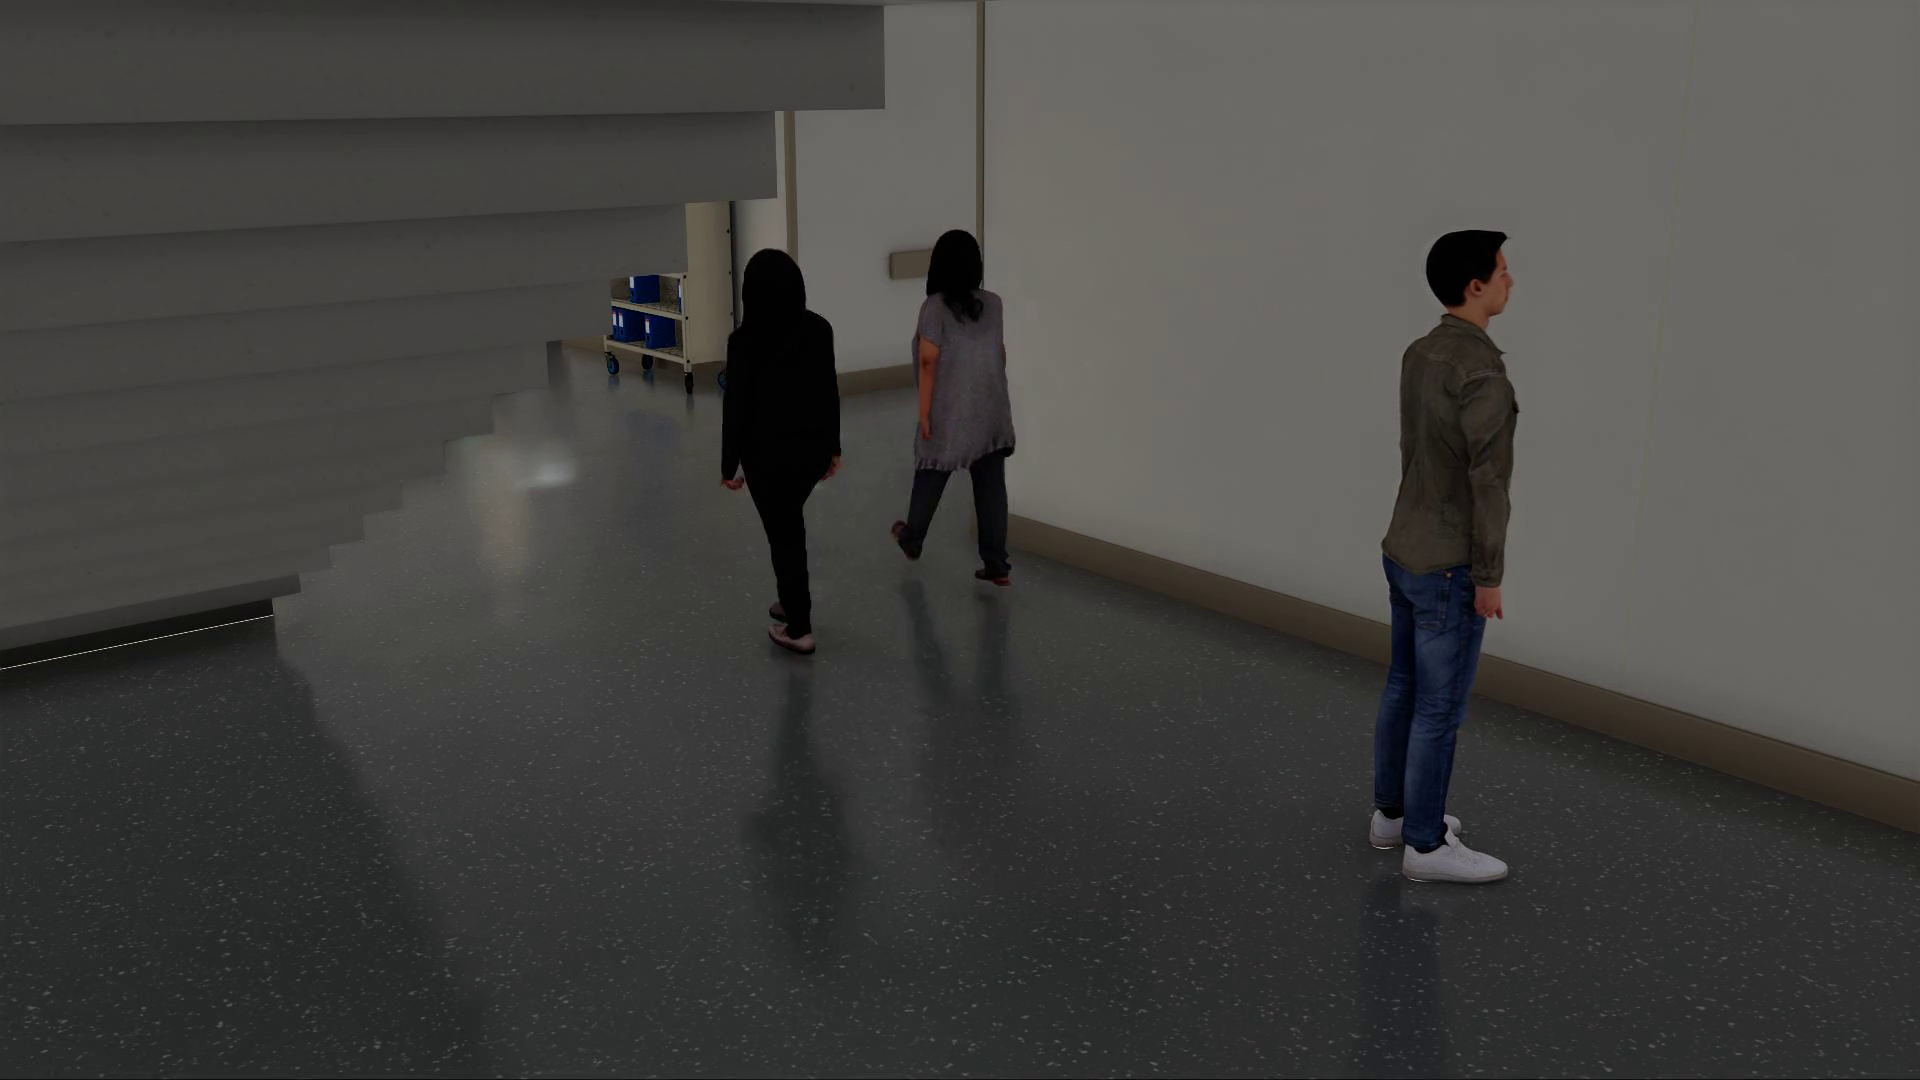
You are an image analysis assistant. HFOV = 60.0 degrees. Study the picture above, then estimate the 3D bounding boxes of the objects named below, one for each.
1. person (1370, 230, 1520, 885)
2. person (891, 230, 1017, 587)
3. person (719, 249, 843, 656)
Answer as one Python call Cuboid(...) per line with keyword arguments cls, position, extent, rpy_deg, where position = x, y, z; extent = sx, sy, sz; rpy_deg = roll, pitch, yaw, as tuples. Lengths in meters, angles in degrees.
Cuboid(cls="person", position=(1.368, 0.051, 4.754), extent=(0.852, 1.864, 0.736), rpy_deg=(-2, 16, -7))
Cuboid(cls="person", position=(0.061, -0.542, 7.429), extent=(0.750, 1.554, 1.115), rpy_deg=(-9, 18, -30))
Cuboid(cls="person", position=(-0.639, -0.324, 6.561), extent=(0.673, 1.606, 0.686), rpy_deg=(-14, 21, -41))
